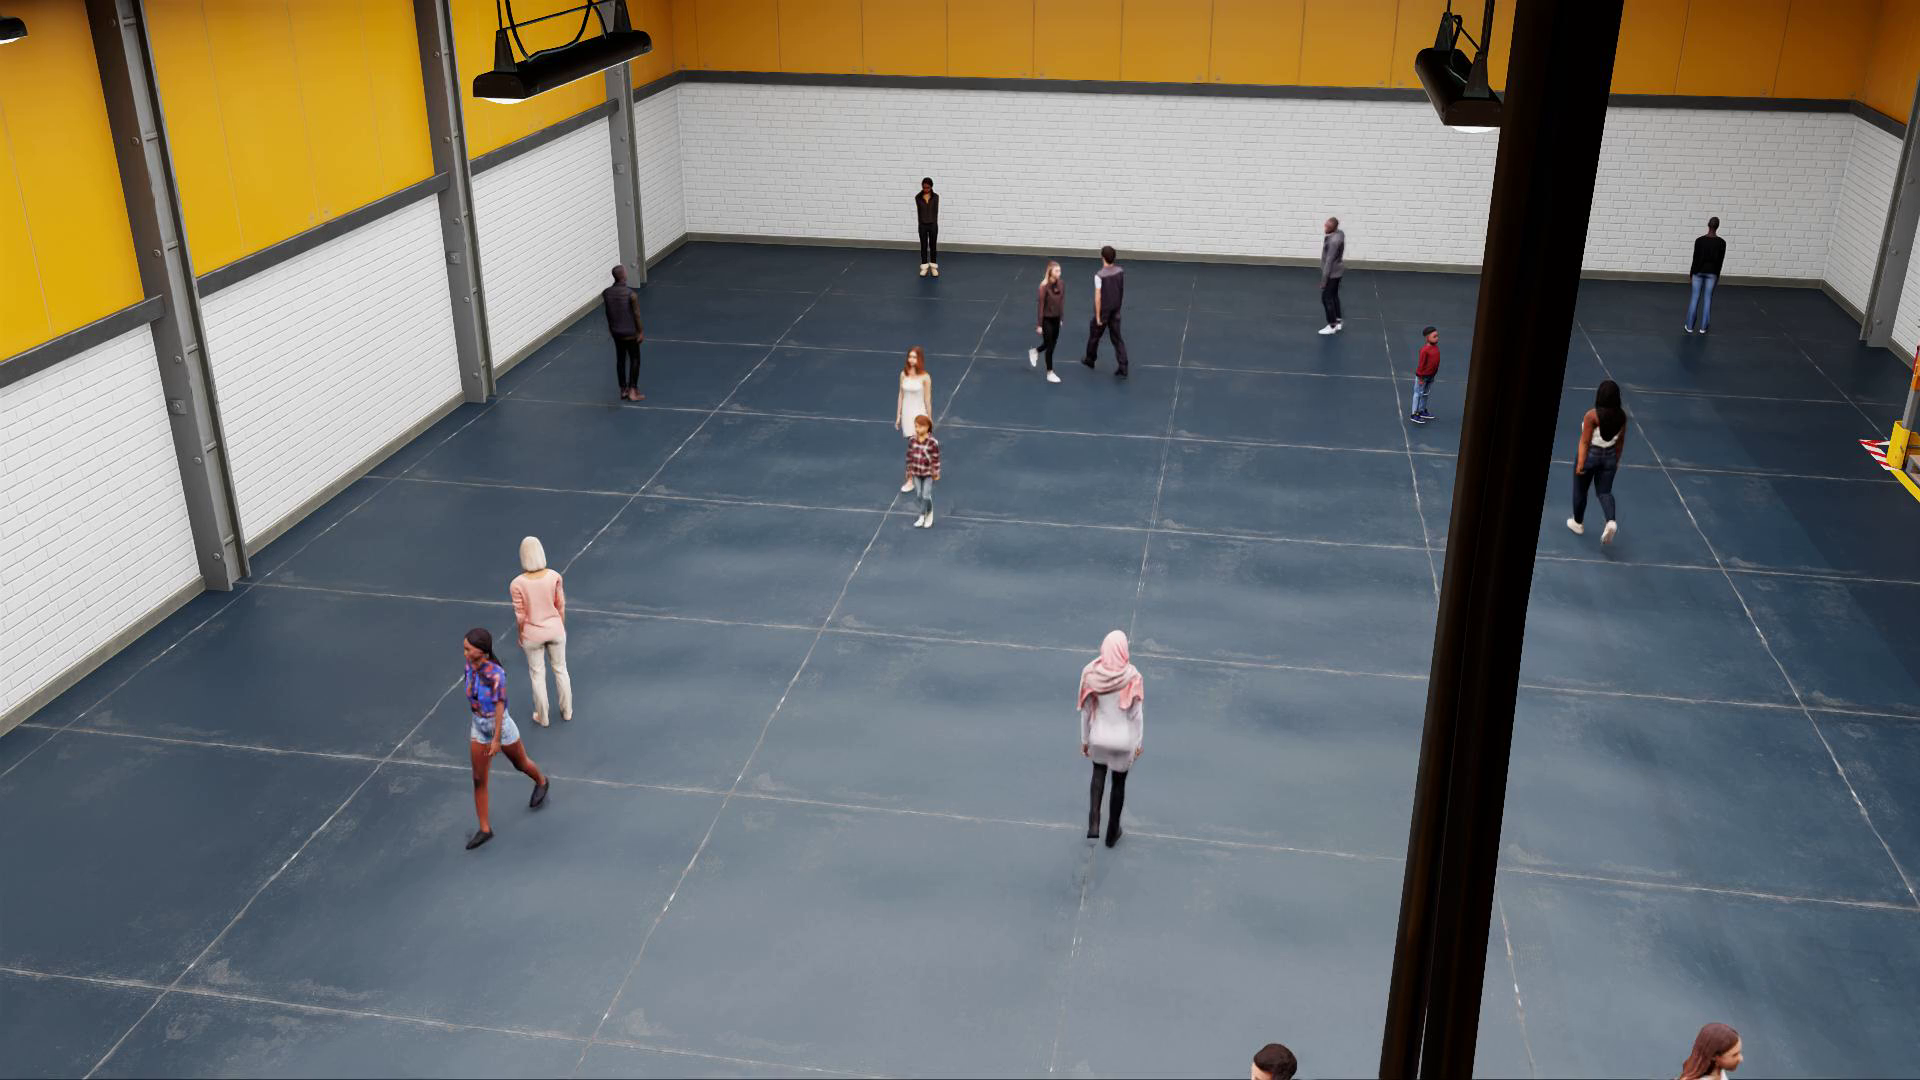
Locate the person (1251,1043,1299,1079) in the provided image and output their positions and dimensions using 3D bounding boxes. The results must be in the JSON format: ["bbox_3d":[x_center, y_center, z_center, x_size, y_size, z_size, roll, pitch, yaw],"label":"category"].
[{"bbox_3d":[1.627,3.253,8.373,0.869,1.854,0.748,-5,24,-10],"label":"person"}]

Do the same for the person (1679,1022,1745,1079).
[{"bbox_3d":[3.755,3.198,8.721,0.843,1.676,0.851,14,27,29],"label":"person"}]

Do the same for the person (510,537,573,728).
[{"bbox_3d":[-3.565,0.779,14.195,0.681,1.724,0.713,-12,26,-25],"label":"person"}]

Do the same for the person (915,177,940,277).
[{"bbox_3d":[-0.547,-5.351,28.299,0.611,1.659,0.670,1,24,3],"label":"person"}]

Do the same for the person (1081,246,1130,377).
[{"bbox_3d":[2.111,-3.122,23.015,1.099,1.807,1.272,-11,26,-24],"label":"person"}]

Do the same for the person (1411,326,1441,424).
[{"bbox_3d":[6.007,-2.150,21.482,0.568,1.255,0.636,-18,30,-36],"label":"person"}]

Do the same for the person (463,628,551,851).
[{"bbox_3d":[-3.479,1.444,12.708,0.796,1.697,1.226,11,26,23],"label":"person"}]

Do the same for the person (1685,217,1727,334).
[{"bbox_3d":[11.257,-4.009,25.117,0.646,1.749,0.617,11,26,23],"label":"person"}]

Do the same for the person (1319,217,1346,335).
[{"bbox_3d":[5.657,-3.992,25.035,0.990,1.784,0.637,14,27,30],"label":"person"}]

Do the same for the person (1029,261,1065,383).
[{"bbox_3d":[1.186,-3.034,22.971,0.991,1.681,1.032,-17,29,-34],"label":"person"}]

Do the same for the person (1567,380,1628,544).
[{"bbox_3d":[6.837,-0.800,17.731,0.809,1.784,1.138,-2,24,-4],"label":"person"}]

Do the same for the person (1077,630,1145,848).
[{"bbox_3d":[1.117,1.537,12.376,0.666,1.793,0.748,7,25,16],"label":"person"}]

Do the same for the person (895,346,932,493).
[{"bbox_3d":[-0.488,-1.447,19.338,0.847,1.683,1.149,14,27,30],"label":"person"}]

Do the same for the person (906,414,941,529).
[{"bbox_3d":[-0.371,-0.776,18.285,0.600,1.296,0.608,12,26,25],"label":"person"}]

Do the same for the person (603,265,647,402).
[{"bbox_3d":[-4.483,-2.756,22.142,0.753,1.835,0.682,10,25,21],"label":"person"}]
